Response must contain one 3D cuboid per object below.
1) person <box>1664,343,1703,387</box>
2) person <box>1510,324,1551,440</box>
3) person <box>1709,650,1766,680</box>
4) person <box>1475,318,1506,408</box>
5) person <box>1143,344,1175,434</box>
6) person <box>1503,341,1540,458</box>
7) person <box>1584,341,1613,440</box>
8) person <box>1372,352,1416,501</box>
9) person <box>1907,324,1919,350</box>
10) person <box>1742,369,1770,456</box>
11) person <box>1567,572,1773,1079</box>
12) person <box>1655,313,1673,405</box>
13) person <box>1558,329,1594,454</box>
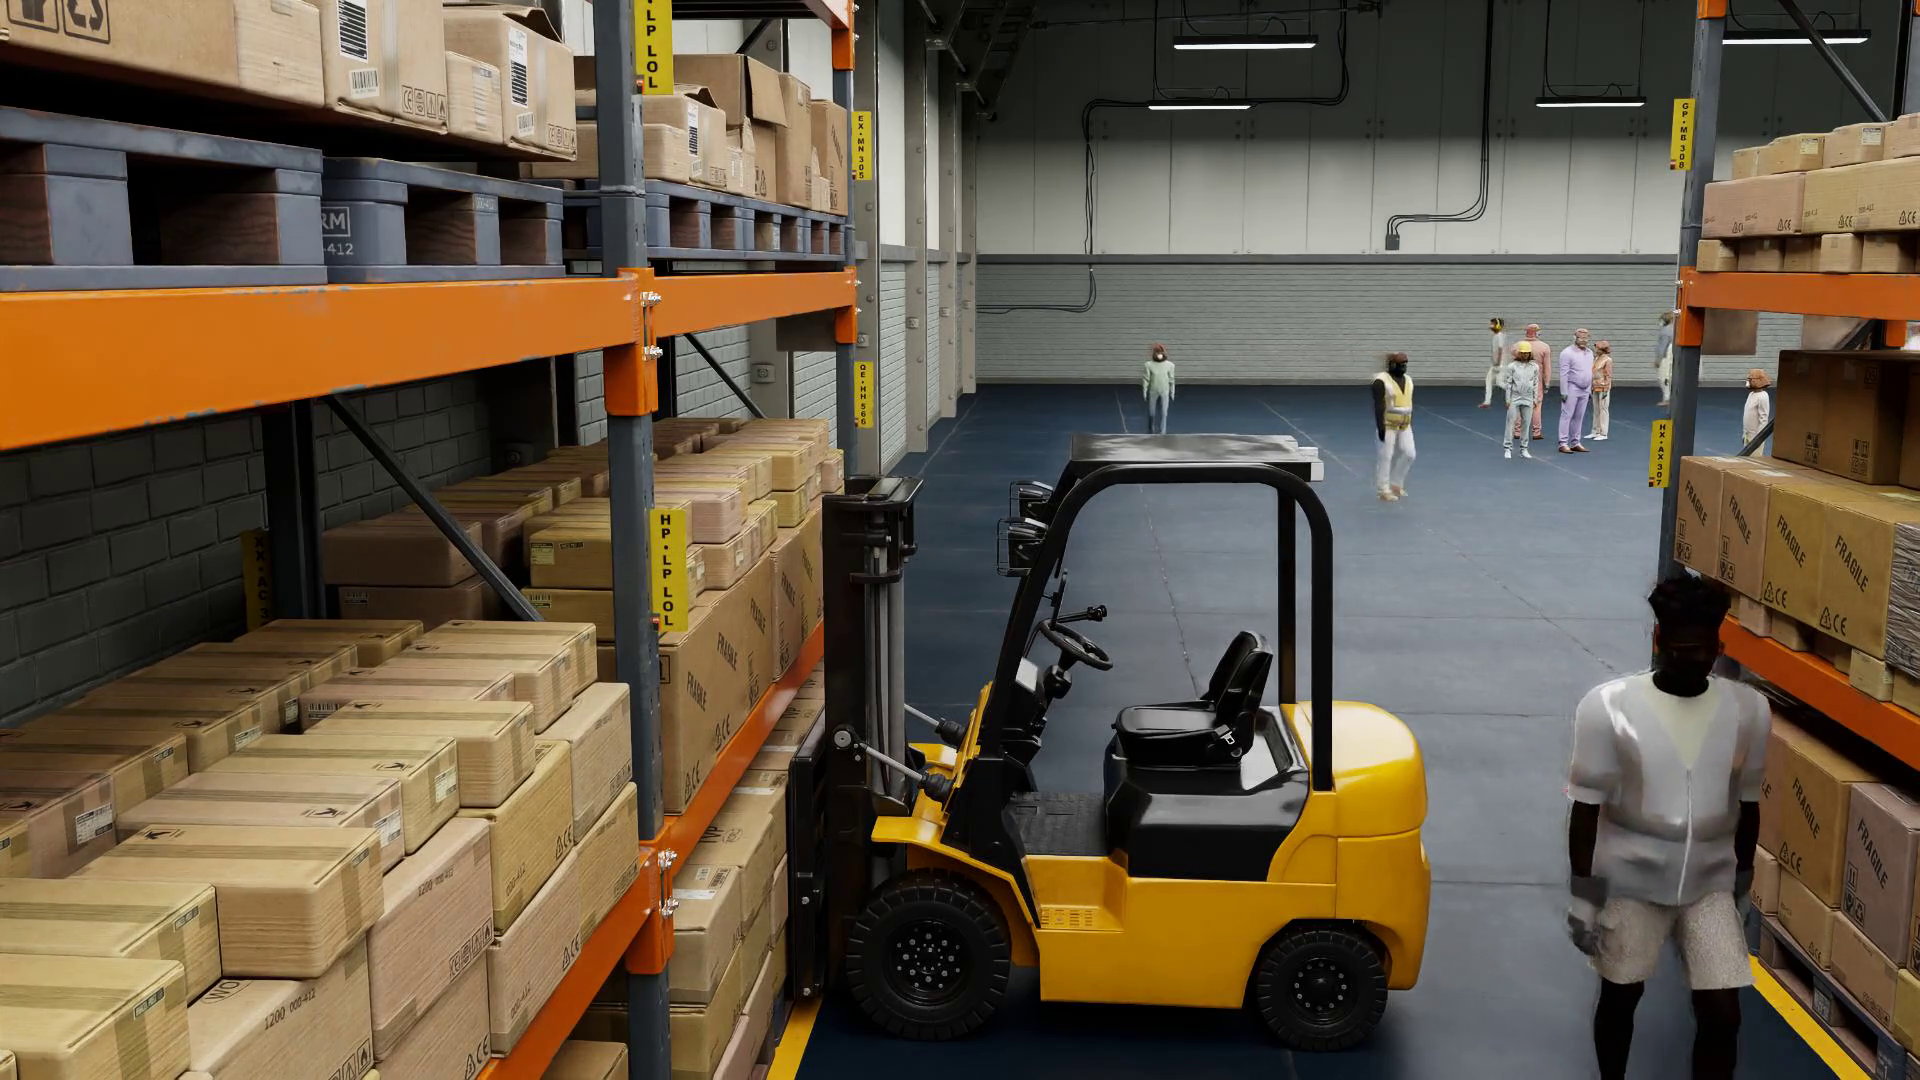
[{"bbox_3d":[12.829,-2.898,29.470,0.625,1.813,0.472,1,9,7],"label":"person"},{"bbox_3d":[9.411,-2.607,27.453,0.651,1.904,0.403,5,11,29],"label":"person"},{"bbox_3d":[4.262,0.531,9.053,0.321,1.699,0.537,-3,10,-20],"label":"person"},{"bbox_3d":[10.835,-3.534,33.301,0.825,1.840,0.521,1,9,4],"label":"person"},{"bbox_3d":[3.205,-2.360,26.828,0.517,1.616,0.659,1,9,3],"label":"person"},{"bbox_3d":[8.359,-2.077,24.727,0.487,1.744,0.314,0,9,0],"label":"person"},{"bbox_3d":[10.526,-2.453,27.326,0.310,1.639,0.514,-1,9,-5],"label":"person"},{"bbox_3d":[5.280,-1.373,20.238,0.628,1.830,0.450,-5,11,-27],"label":"person"},{"bbox_3d":[16.703,-2.873,29.143,0.709,1.887,0.652,9,13,43],"label":"person"},{"bbox_3d":[9.522,-1.236,19.963,0.276,1.633,0.507,1,9,5],"label":"person"},{"bbox_3d":[2.166,1.070,5.041,0.619,1.941,0.767,1,9,5],"label":"person"},{"bbox_3d":[14.532,-3.709,34.141,0.352,1.908,0.736,8,13,41],"label":"person"},{"bbox_3d":[9.462,-2.279,25.471,0.643,1.905,0.399,-5,11,-28],"label":"person"}]
